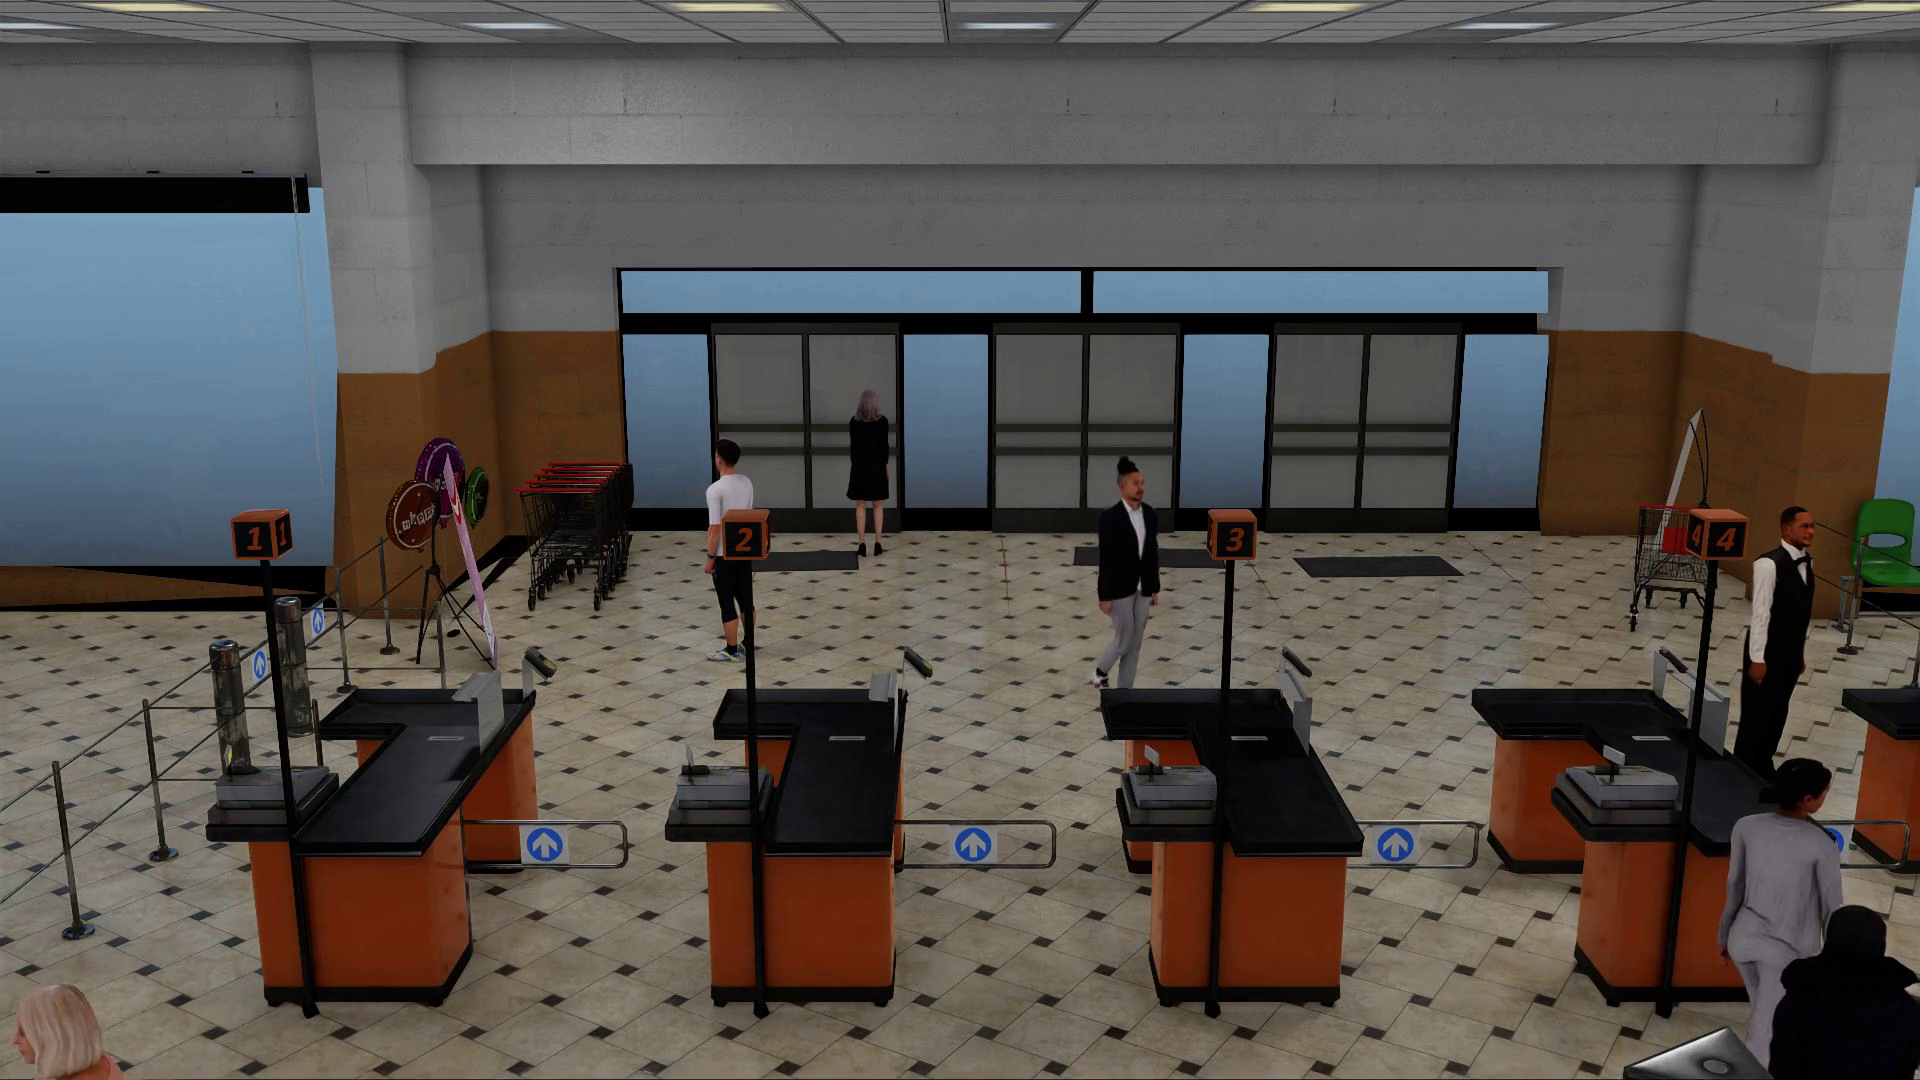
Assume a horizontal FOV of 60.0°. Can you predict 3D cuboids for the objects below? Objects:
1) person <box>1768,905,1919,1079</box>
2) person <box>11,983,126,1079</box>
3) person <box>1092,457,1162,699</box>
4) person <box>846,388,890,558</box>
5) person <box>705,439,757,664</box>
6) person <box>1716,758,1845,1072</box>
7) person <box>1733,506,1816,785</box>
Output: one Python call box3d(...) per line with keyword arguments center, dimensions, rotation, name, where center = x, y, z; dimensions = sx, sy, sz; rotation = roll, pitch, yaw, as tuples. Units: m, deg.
box3d(center=(3.088, 2.064, 5.879), dimensions=(0.676, 1.674, 0.645), rotation=(1, 14, 4), name="person")
box3d(center=(-2.665, 2.182, 5.310), dimensions=(0.768, 1.714, 0.691), rotation=(-5, 15, -21), name="person")
box3d(center=(1.192, 0.324, 12.475), dimensions=(0.902, 1.947, 0.953), rotation=(-10, 17, -35), name="person")
box3d(center=(-0.937, -0.701, 17.131), dimensions=(0.632, 1.745, 0.607), rotation=(-2, 14, -9), name="person")
box3d(center=(-1.877, 0.085, 13.667), dimensions=(0.809, 1.851, 0.708), rotation=(9, 16, 34), name="person")
box3d(center=(3.380, 1.779, 7.008), dimensions=(1.048, 1.697, 1.200), rotation=(-7, 15, -26), name="person")
box3d(center=(5.369, 0.710, 10.947), dimensions=(0.779, 1.918, 0.776), rotation=(-8, 16, -31), name="person")
